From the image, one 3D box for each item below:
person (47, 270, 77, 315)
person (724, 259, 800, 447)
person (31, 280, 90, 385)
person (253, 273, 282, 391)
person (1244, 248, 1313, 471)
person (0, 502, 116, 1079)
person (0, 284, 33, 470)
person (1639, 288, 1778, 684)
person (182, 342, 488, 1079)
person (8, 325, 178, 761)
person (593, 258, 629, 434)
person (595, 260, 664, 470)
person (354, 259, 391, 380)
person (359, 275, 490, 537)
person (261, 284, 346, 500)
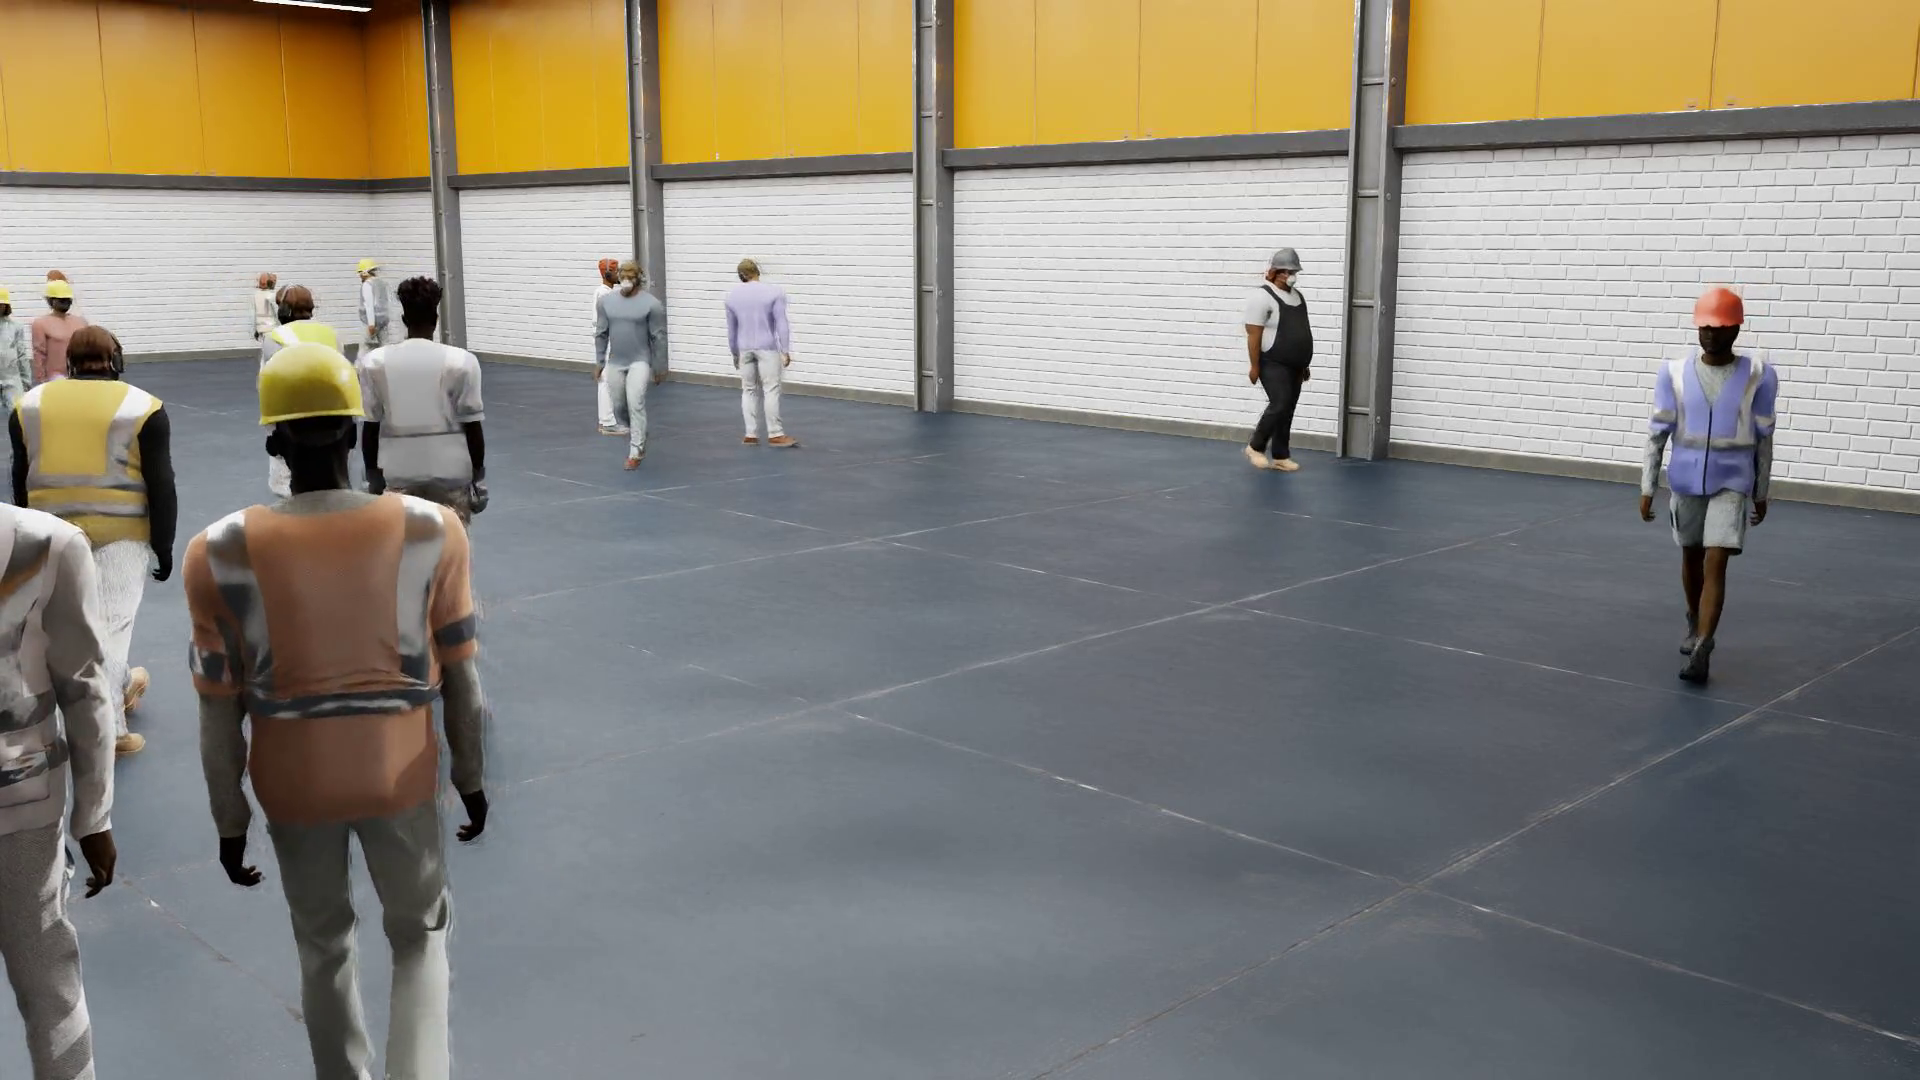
[{"bbox_3d":[-13.727,-3.347,25.566,0.610,1.601,0.515,-4,11,-22],"label":"person"},{"bbox_3d":[-1.997,-1.887,16.851,0.799,1.897,0.417,2,11,13],"label":"person"},{"bbox_3d":[-8.170,-1.508,15.241,0.885,1.723,0.530,6,12,30],"label":"person"},{"bbox_3d":[-9.464,-2.884,23.059,0.533,1.601,0.799,8,13,37],"label":"person"},{"bbox_3d":[2.925,-1.625,15.006,0.686,2.000,0.537,-10,14,-44],"label":"person"},{"bbox_3d":[-2.058,0.574,3.445,0.574,1.884,0.361,-1,10,-7],"label":"person"},{"bbox_3d":[-8.612,-1.431,14.853,0.593,1.713,0.526,8,13,38],"label":"person"},{"bbox_3d":[3.655,-0.286,8.159,0.566,1.880,1.009,7,12,33],"label":"person"},{"bbox_3d":[-1.338,0.525,3.635,0.601,1.905,0.752,-4,11,-20],"label":"person"},{"bbox_3d":[-3.622,-0.015,7.043,0.638,1.745,1.073,-1,10,-5],"label":"person"},{"bbox_3d":[-3.772,-2.079,17.909,0.339,1.882,0.584,-3,11,-17],"label":"person"},{"bbox_3d":[-3.020,-1.628,15.378,0.636,1.916,0.765,2,11,10],"label":"person"},{"bbox_3d":[-8.526,-3.141,23.957,0.858,1.788,0.598,2,11,10],"label":"person"},{"bbox_3d":[-2.658,-0.331,8.231,0.603,1.940,0.673,0,10,-2],"label":"person"},{"bbox_3d":[-4.168,-0.721,10.662,0.514,1.825,0.638,4,11,22],"label":"person"}]
